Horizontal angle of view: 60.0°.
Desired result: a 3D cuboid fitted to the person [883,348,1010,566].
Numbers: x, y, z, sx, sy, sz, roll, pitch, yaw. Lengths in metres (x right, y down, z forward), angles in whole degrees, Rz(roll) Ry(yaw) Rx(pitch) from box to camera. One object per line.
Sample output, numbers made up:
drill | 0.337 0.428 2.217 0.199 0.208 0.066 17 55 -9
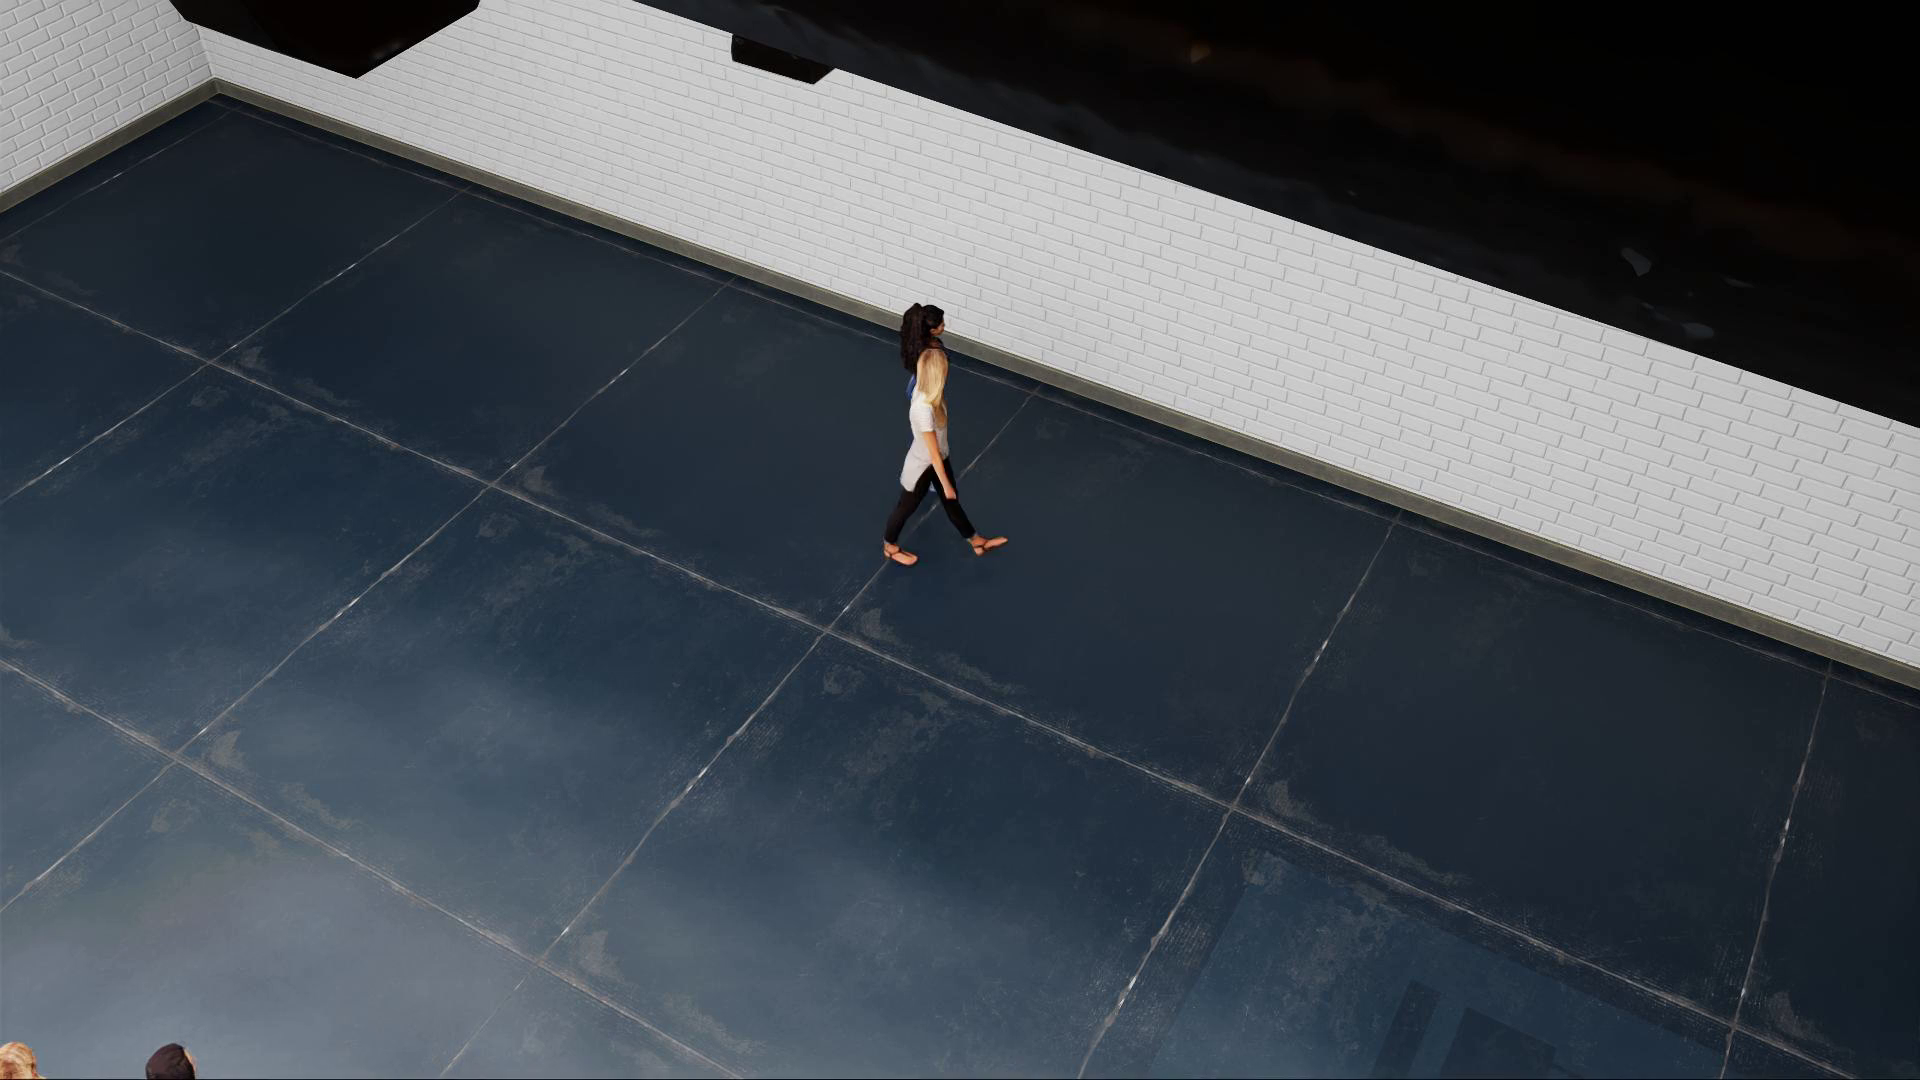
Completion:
person | -0.338 -0.499 11.257 1.069 1.777 1.167 3 44 3

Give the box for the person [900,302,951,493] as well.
person | -0.243 -1.025 11.922 0.739 1.622 0.699 -15 46 -15
